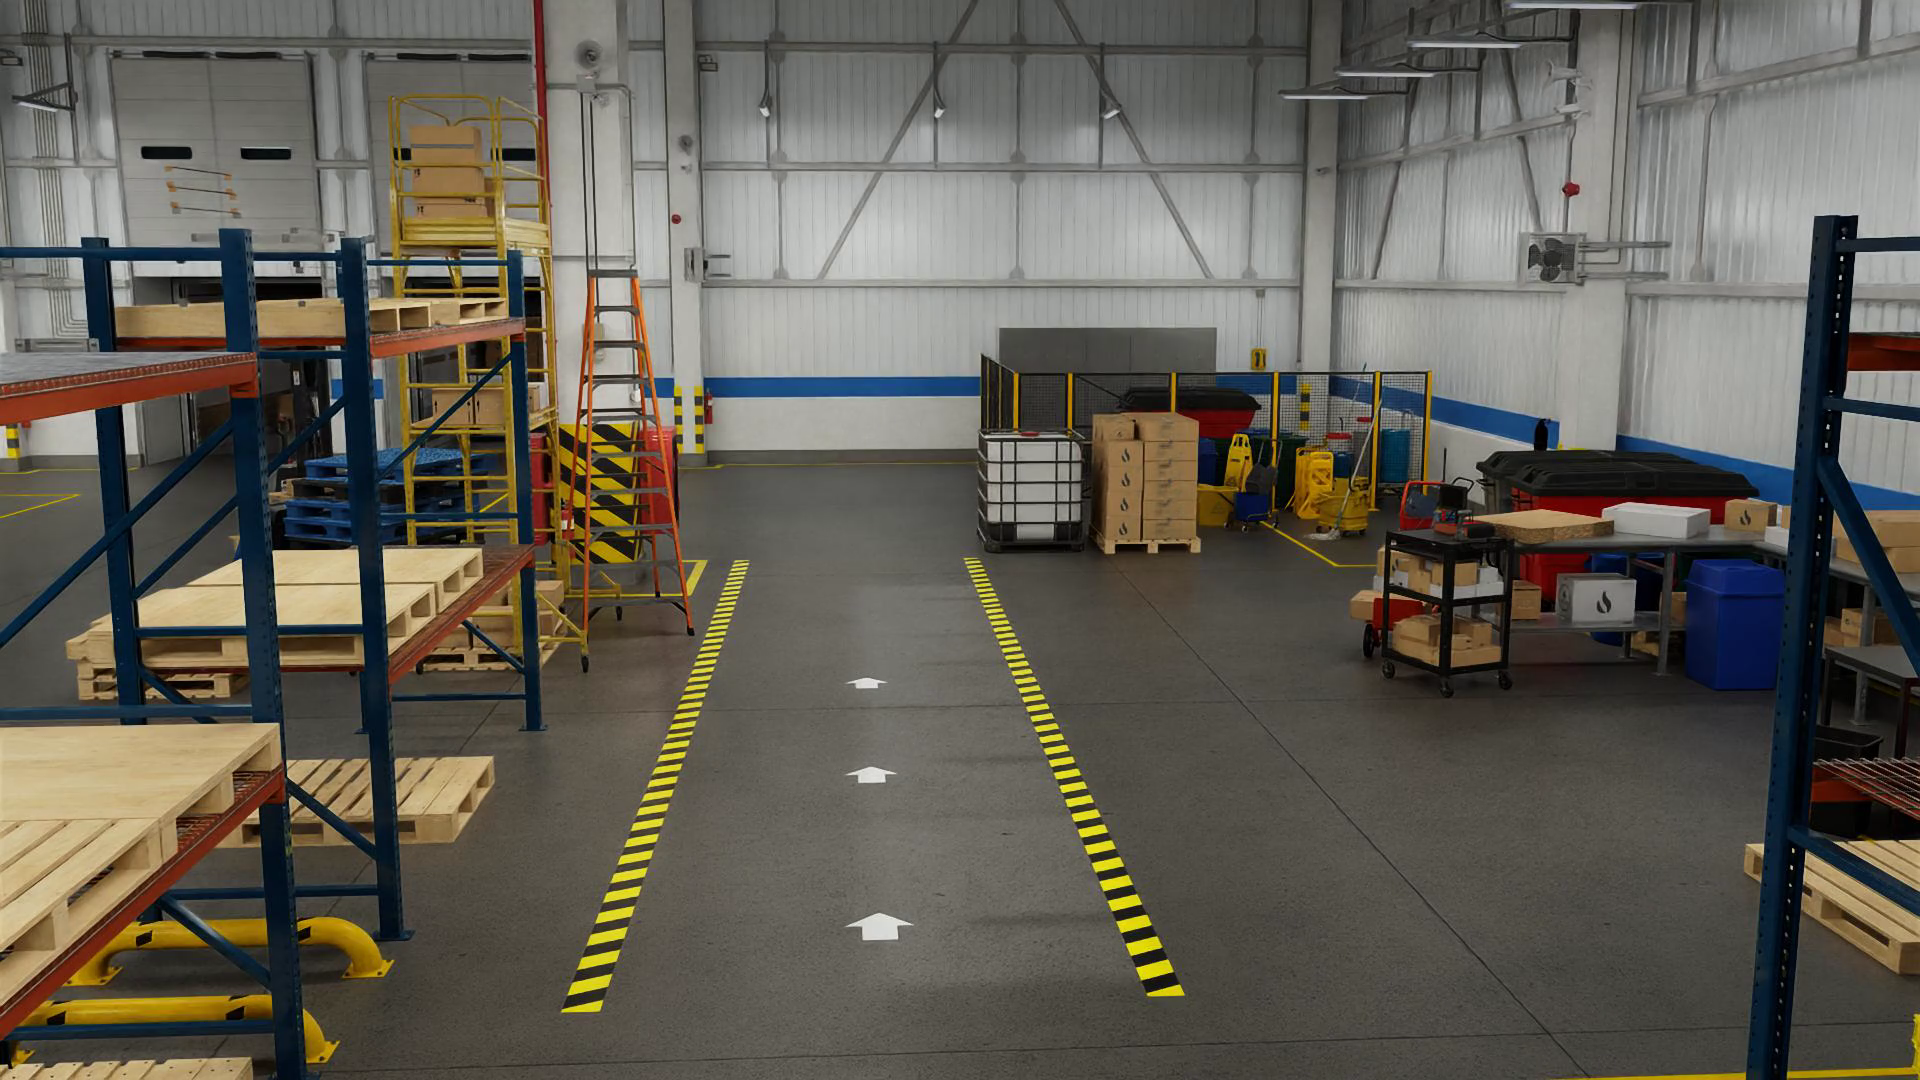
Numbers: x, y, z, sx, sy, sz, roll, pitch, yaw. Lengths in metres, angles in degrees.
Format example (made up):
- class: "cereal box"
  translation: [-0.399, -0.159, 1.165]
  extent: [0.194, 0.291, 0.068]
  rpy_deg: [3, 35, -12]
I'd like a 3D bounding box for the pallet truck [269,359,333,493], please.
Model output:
- class: "pallet truck"
  translation: [-7.062, -1.131, 18.996]
  extent: [1.885, 1.965, 0.823]
  rpy_deg: [2, 9, 13]
